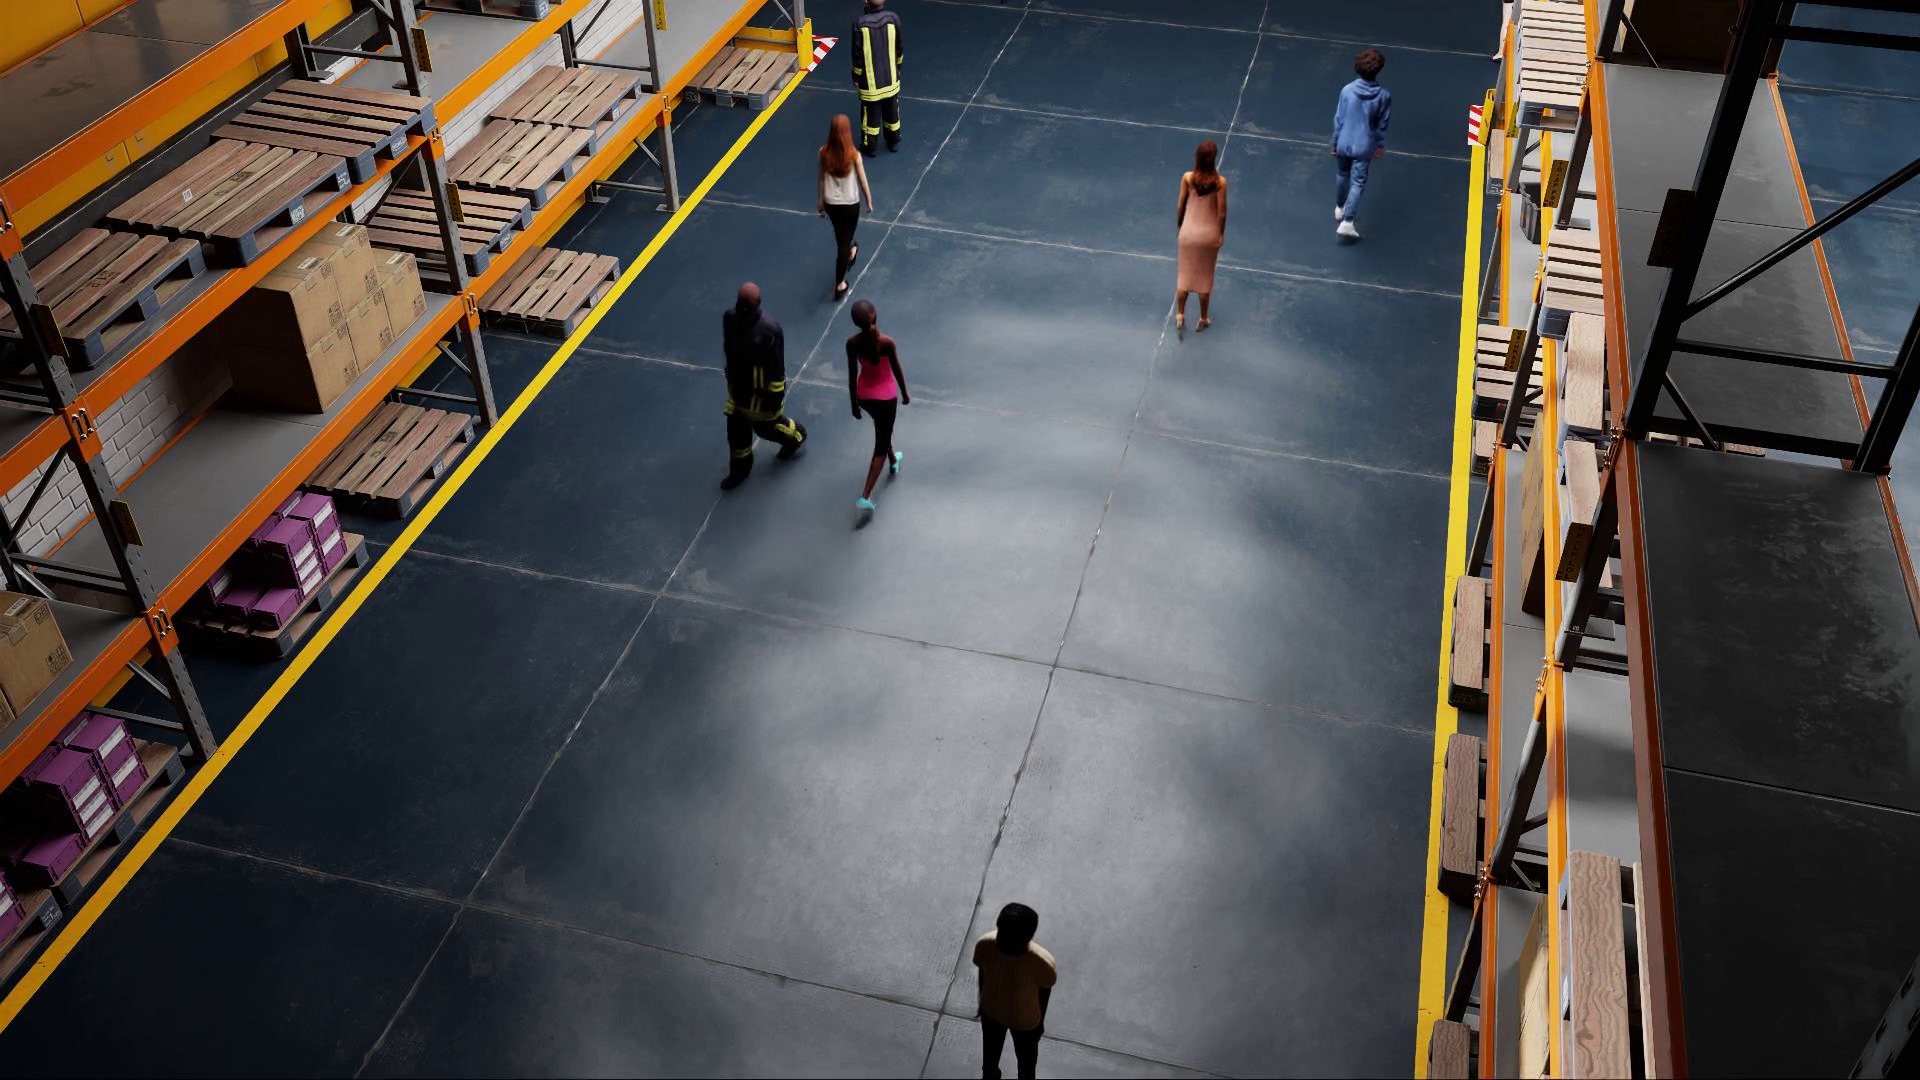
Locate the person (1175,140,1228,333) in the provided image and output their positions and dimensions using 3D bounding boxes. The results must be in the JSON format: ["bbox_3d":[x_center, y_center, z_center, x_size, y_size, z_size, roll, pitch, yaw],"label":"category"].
[{"bbox_3d":[2.122,-2.698,14.771,0.598,1.831,0.523,12,40,15],"label":"person"}]

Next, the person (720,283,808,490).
[{"bbox_3d":[-1.540,-1.275,13.025,1.043,1.787,1.241,27,46,29],"label":"person"}]

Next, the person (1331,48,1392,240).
[{"bbox_3d":[3.848,-3.832,16.245,0.766,1.765,1.045,17,41,20],"label":"person"}]

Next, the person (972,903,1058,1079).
[{"bbox_3d":[0.269,2.415,8.564,0.631,1.587,0.549,18,42,21],"label":"person"}]

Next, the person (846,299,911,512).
[{"bbox_3d":[-0.668,-1.003,12.777,0.642,1.671,1.162,15,41,18],"label":"person"}]

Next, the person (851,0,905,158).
[{"bbox_3d":[-0.877,-4.981,17.607,0.879,1.861,0.923,-17,41,-20],"label":"person"}]

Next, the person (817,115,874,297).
[{"bbox_3d":[-1.111,-3.039,15.314,0.637,1.686,1.019,11,40,13],"label":"person"}]
